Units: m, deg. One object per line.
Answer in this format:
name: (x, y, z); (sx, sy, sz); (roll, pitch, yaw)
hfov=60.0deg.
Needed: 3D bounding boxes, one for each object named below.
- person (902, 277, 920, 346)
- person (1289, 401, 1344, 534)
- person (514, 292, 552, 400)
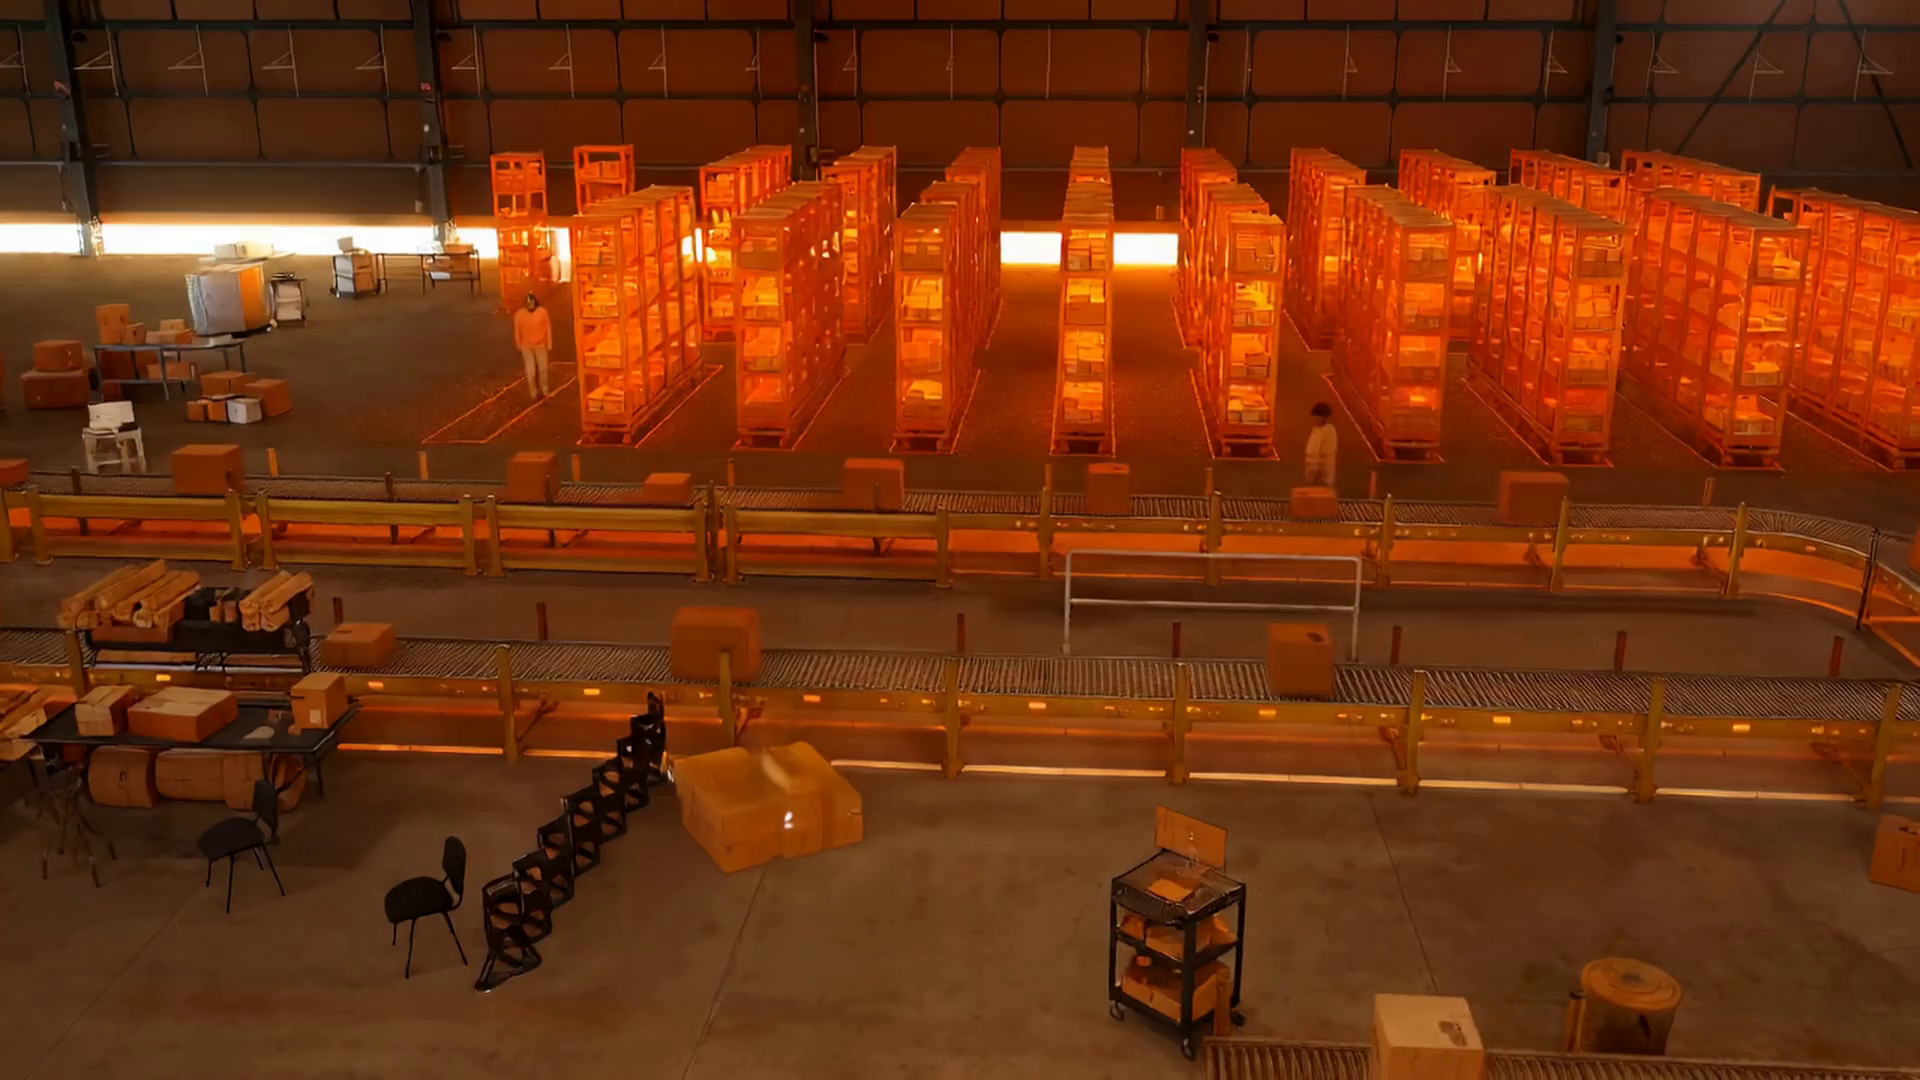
person: (-0.955, -4.937, 33.960); (0.382, 1.993, 0.622); (14, 22, 37)
person: (4.729, -0.932, 21.586); (0.902, 1.796, 0.604); (-1, 18, -3)
person: (-7.498, -3.409, 29.283); (0.640, 1.884, 0.789); (-4, 18, -14)
